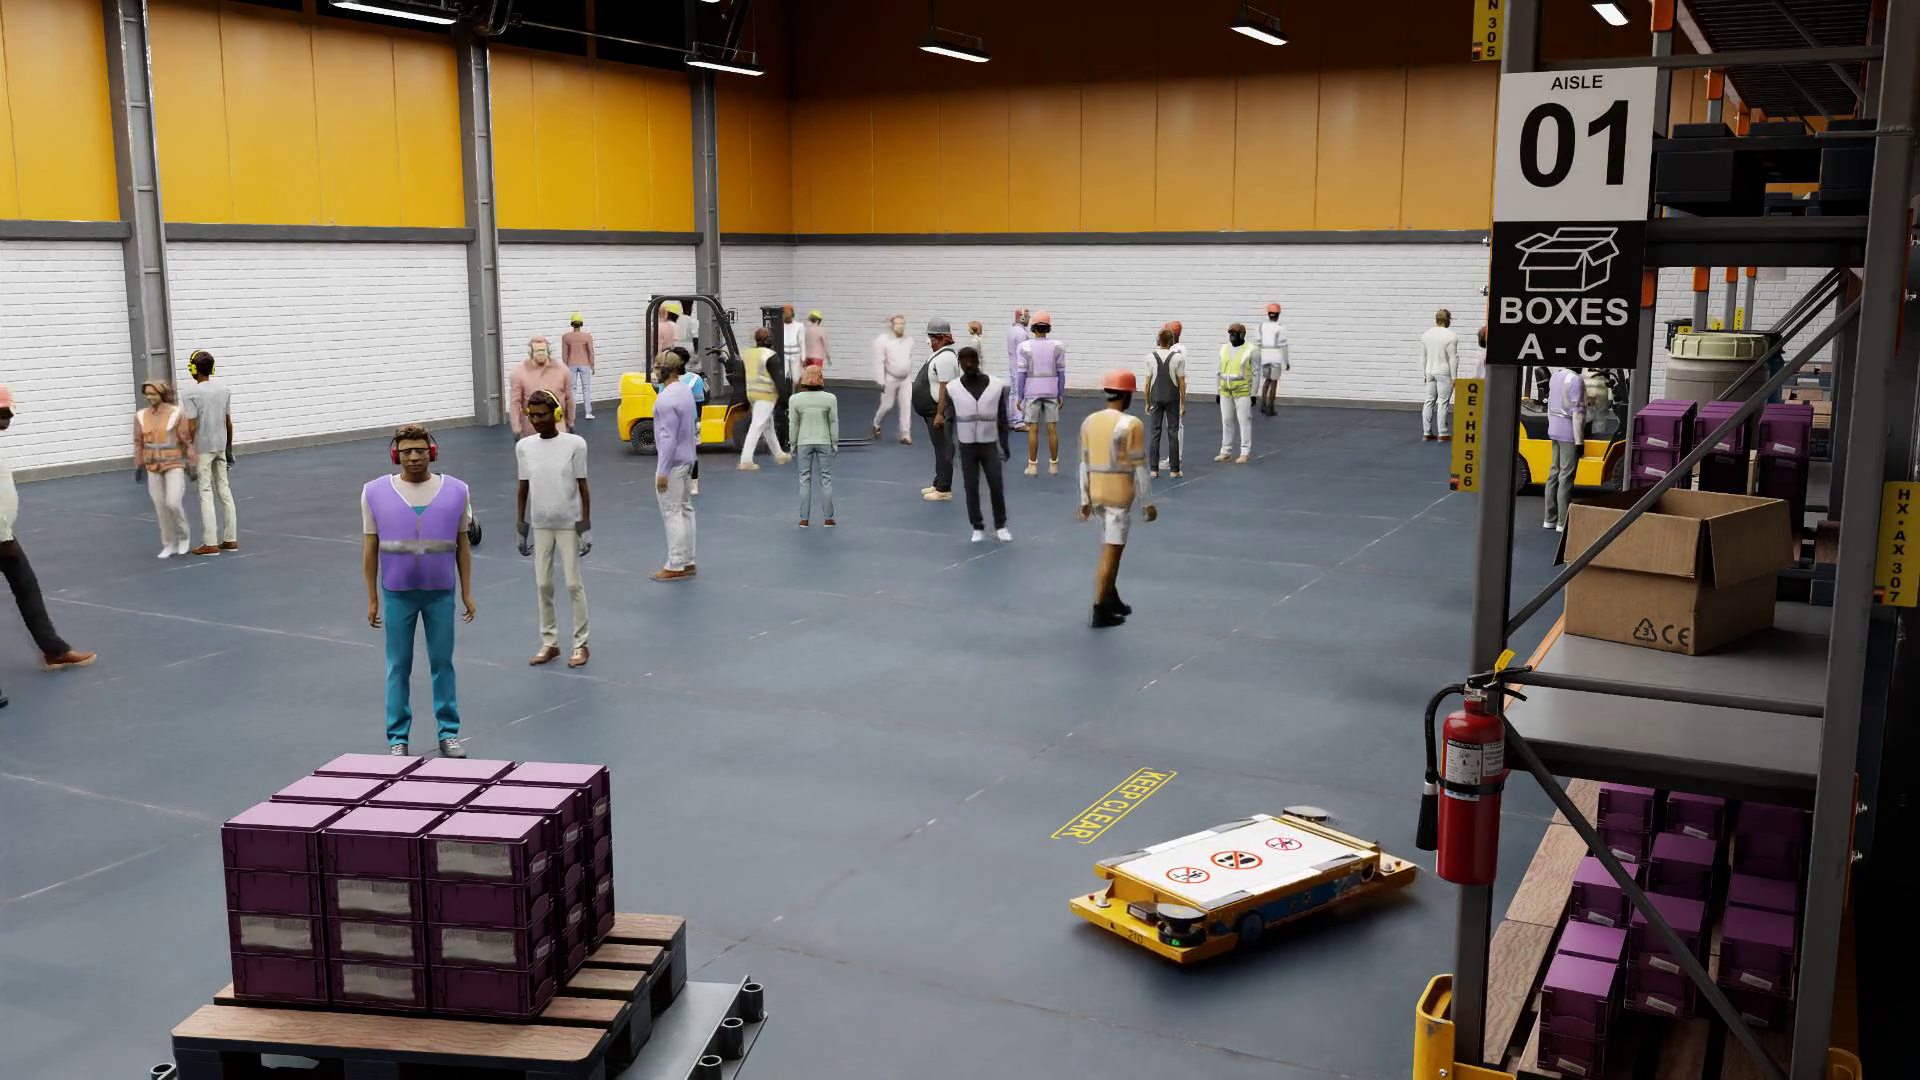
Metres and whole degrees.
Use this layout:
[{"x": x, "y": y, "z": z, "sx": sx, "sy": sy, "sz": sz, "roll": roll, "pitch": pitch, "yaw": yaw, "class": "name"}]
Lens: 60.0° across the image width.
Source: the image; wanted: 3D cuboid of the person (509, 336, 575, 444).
[{"x": -4.377, "y": -1.196, "z": 17.488, "sx": 0.682, "sy": 1.858, "sz": 0.947, "roll": -3, "pitch": 10, "yaw": -18, "class": "person"}]

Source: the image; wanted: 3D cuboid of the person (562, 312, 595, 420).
[{"x": -6.284, "y": -2.860, "z": 27.415, "sx": 0.533, "sy": 1.772, "sz": 0.296, "roll": 0, "pitch": 10, "yaw": -2, "class": "person"}]

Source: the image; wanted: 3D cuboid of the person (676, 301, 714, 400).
[{"x": -4.861, "y": -3.380, "z": 29.933, "sx": 0.647, "sy": 1.944, "sz": 0.733, "roll": 6, "pitch": 11, "yaw": 30, "class": "person"}]

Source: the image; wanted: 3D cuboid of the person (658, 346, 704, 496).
[{"x": -3.157, "y": -1.338, "z": 18.813, "sx": 0.535, "sy": 1.699, "sz": 0.318, "roll": 1, "pitch": 10, "yaw": 5, "class": "person"}]

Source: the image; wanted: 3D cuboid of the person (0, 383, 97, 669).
[{"x": -6.278, "y": -0.057, "z": 10.721, "sx": 1.047, "sy": 1.938, "sz": 0.627, "roll": -4, "pitch": 11, "yaw": -22, "class": "person"}]

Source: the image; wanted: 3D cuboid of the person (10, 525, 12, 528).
[{"x": -6.854, "y": -0.029, "z": 11.516, "sx": 0.414, "sy": 1.597, "sz": 0.582, "roll": 9, "pitch": 13, "yaw": 41, "class": "person"}]

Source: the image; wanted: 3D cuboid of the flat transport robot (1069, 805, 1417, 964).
[{"x": 1.210, "y": 1.416, "z": 6.996, "sx": 1.431, "sy": 0.197, "sz": 0.652, "roll": -7, "pitch": 12, "yaw": -37, "class": "flat transport robot"}]

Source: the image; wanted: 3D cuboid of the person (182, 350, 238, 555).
[{"x": -6.859, "y": -0.792, "z": 15.167, "sx": 0.319, "sy": 1.866, "sz": 0.532, "roll": 5, "pitch": 11, "yaw": 25, "class": "person"}]

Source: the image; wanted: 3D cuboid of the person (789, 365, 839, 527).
[{"x": -1.462, "y": -0.935, "z": 16.666, "sx": 0.497, "sy": 1.633, "sz": 0.283, "roll": -1, "pitch": 10, "yaw": -4, "class": "person"}]

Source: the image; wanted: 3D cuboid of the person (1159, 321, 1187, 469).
[{"x": 2.707, "y": -1.840, "z": 21.186, "sx": 0.355, "sy": 1.882, "sz": 0.576, "roll": 3, "pitch": 10, "yaw": 17, "class": "person"}]

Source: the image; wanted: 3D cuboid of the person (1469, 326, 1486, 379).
[{"x": 6.931, "y": -1.925, "z": 21.933, "sx": 0.434, "sy": 1.806, "sz": 0.776, "roll": 2, "pitch": 10, "yaw": 13, "class": "person"}]

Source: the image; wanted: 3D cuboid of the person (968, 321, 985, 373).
[{"x": 0.254, "y": -2.772, "z": 27.275, "sx": 0.307, "sy": 1.644, "sz": 0.514, "roll": 2, "pitch": 10, "yaw": 9, "class": "person"}]

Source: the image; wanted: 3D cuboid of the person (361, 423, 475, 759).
[{"x": -2.915, "y": 0.285, "z": 8.982, "sx": 0.564, "sy": 1.847, "sz": 0.388, "roll": -4, "pitch": 11, "yaw": -24, "class": "person"}]

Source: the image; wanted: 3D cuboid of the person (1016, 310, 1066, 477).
[{"x": 0.990, "y": -1.799, "z": 20.480, "sx": 0.607, "sy": 2.045, "sz": 0.390, "roll": -1, "pitch": 10, "yaw": -7, "class": "person"}]

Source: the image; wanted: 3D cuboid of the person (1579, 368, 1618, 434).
[{"x": 8.550, "y": -1.993, "z": 22.401, "sx": 0.601, "sy": 1.775, "sz": 0.930, "roll": 8, "pitch": 13, "yaw": 39, "class": "person"}]

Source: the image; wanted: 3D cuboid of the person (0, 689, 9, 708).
[{"x": -6.022, "y": 0.061, "z": 10.032, "sx": 0.376, "sy": 1.934, "sz": 0.547, "roll": -6, "pitch": 12, "yaw": -32, "class": "person"}]

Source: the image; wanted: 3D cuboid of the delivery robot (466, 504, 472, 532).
[{"x": -4.877, "y": -0.279, "z": 15.715, "sx": 0.477, "sy": 0.478, "sz": 0.707, "roll": -6, "pitch": 12, "yaw": -33, "class": "delivery robot"}]

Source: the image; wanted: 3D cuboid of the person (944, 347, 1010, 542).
[{"x": 0.155, "y": -0.898, "z": 15.755, "sx": 0.641, "sy": 1.871, "sz": 0.462, "roll": -2, "pitch": 10, "yaw": -9, "class": "person"}]

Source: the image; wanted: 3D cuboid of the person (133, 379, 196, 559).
[{"x": -7.149, "y": -0.631, "z": 14.922, "sx": 0.547, "sy": 1.623, "sz": 0.381, "roll": 1, "pitch": 10, "yaw": 4, "class": "person"}]

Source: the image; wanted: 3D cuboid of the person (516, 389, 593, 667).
[{"x": -2.696, "y": -0.074, "z": 11.063, "sx": 0.522, "sy": 1.855, "sz": 0.337, "roll": 2, "pitch": 10, "yaw": 9, "class": "person"}]

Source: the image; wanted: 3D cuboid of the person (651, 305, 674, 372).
[{"x": -4.909, "y": -2.886, "z": 27.175, "sx": 0.410, "sy": 1.908, "sz": 0.643, "roll": 1, "pitch": 10, "yaw": 7, "class": "person"}]

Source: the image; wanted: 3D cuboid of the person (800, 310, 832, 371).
[{"x": -2.536, "y": -3.216, "z": 29.575, "sx": 0.532, "sy": 1.741, "sz": 0.696, "roll": 6, "pitch": 11, "yaw": 30, "class": "person"}]

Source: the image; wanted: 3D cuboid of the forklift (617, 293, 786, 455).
[{"x": -3.588, "y": -2.317, "z": 23.042, "sx": 2.313, "sy": 2.155, "sz": 1.214, "roll": -1, "pitch": 10, "yaw": -5, "class": "forklift"}]

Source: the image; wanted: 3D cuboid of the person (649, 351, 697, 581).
[{"x": -2.414, "y": -0.621, "z": 14.006, "sx": 0.385, "sy": 1.932, "sz": 0.637, "roll": 1, "pitch": 10, "yaw": 8, "class": "person"}]

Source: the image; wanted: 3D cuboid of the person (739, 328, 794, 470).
[{"x": -2.493, "y": -1.800, "z": 21.219, "sx": 0.967, "sy": 1.796, "sz": 0.618, "roll": -8, "pitch": 13, "yaw": -40, "class": "person"}]

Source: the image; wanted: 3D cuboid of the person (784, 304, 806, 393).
[{"x": -2.999, "y": -3.183, "z": 29.018, "sx": 0.599, "sy": 1.865, "sz": 0.658, "roll": -3, "pitch": 10, "yaw": -17, "class": "person"}]

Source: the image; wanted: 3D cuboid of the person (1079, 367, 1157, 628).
[{"x": 1.192, "y": -0.320, "z": 12.295, "sx": 0.669, "sy": 1.914, "sz": 0.551, "roll": -7, "pitch": 12, "yaw": -35, "class": "person"}]

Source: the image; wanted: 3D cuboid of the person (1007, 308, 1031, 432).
[{"x": 0.949, "y": -2.620, "z": 25.638, "sx": 0.405, "sy": 1.904, "sz": 0.652, "roll": -2, "pitch": 10, "yaw": -13, "class": "person"}]

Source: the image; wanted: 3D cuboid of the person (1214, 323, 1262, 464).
[{"x": 3.611, "y": -1.918, "z": 21.757, "sx": 0.634, "sy": 1.841, "sz": 0.429, "roll": 8, "pitch": 13, "yaw": 40, "class": "person"}]

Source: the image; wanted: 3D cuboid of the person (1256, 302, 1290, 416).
[{"x": 5.283, "y": -3.041, "z": 28.033, "sx": 0.552, "sy": 1.922, "sz": 0.435, "roll": 8, "pitch": 13, "yaw": 39, "class": "person"}]

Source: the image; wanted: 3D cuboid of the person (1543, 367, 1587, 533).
[{"x": 5.986, "y": -1.024, "z": 16.356, "sx": 0.376, "sy": 1.918, "sz": 0.584, "roll": -1, "pitch": 10, "yaw": -7, "class": "person"}]

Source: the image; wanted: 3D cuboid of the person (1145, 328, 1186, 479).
[{"x": 2.500, "y": -1.663, "z": 20.279, "sx": 0.504, "sy": 1.842, "sz": 0.345, "roll": 3, "pitch": 10, "yaw": 16, "class": "person"}]

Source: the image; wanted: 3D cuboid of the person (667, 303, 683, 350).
[{"x": -5.042, "y": -3.188, "z": 28.996, "sx": 0.736, "sy": 1.876, "sz": 0.668, "roll": -9, "pitch": 13, "yaw": -41, "class": "person"}]

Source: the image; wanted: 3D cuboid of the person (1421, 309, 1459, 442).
[{"x": 6.979, "y": -2.386, "z": 24.187, "sx": 0.372, "sy": 1.940, "sz": 0.630, "roll": -7, "pitch": 12, "yaw": -35, "class": "person"}]

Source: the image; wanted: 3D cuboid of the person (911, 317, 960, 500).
[{"x": -0.273, "y": -1.469, "z": 18.577, "sx": 0.538, "sy": 2.000, "sz": 0.684, "roll": -1, "pitch": 10, "yaw": -4, "class": "person"}]

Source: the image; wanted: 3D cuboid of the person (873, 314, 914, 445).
[{"x": -0.956, "y": -2.329, "z": 24.020, "sx": 0.638, "sy": 1.882, "sz": 0.822, "roll": -6, "pitch": 11, "yaw": -29, "class": "person"}]

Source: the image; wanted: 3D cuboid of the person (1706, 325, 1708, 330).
[{"x": 11.145, "y": -2.464, "z": 25.092, "sx": 0.921, "sy": 1.794, "sz": 0.595, "roll": -5, "pitch": 11, "yaw": -26, "class": "person"}]

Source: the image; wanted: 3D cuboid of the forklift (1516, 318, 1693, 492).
[{"x": 7.066, "y": -1.601, "z": 18.899, "sx": 2.313, "sy": 2.155, "sz": 1.214, "roll": 5, "pitch": 11, "yaw": 27, "class": "forklift"}]
